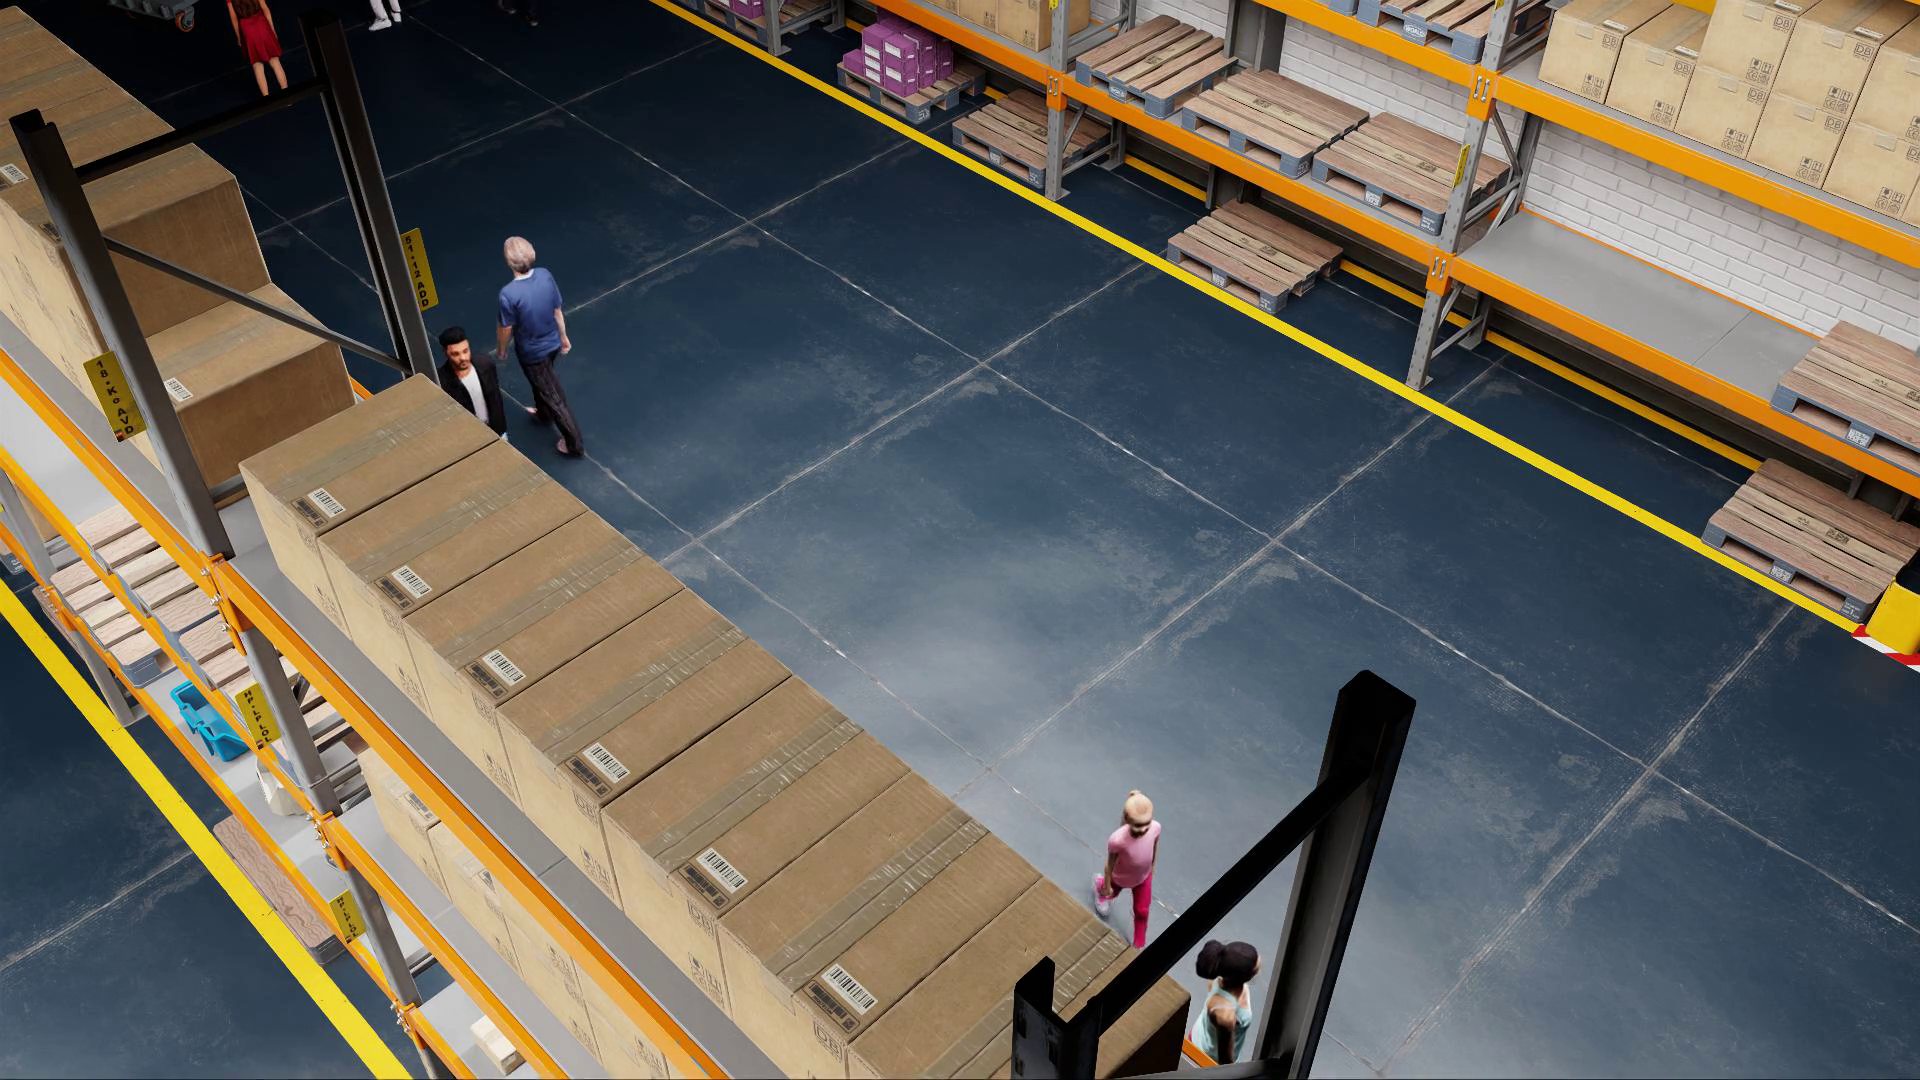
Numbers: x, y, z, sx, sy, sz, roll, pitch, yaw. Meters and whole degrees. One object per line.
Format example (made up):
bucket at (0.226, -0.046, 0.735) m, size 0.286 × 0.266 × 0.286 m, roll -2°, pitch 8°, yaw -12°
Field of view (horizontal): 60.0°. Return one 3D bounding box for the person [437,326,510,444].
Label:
person at (-3.464, -0.806, 11.767) m, size 0.787 × 1.771 × 1.190 m, roll -27°, pitch 50°, yaw -26°

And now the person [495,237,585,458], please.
person at (-3.045, -1.368, 12.305) m, size 1.019 × 1.841 × 0.797 m, roll 24°, pitch 48°, yaw 23°

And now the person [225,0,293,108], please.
person at (-6.904, -4.973, 16.298) m, size 0.637 × 1.553 × 0.696 m, roll -17°, pitch 46°, yaw -17°

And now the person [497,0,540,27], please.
person at (-4.684, -6.293, 17.483) m, size 0.823 × 1.829 × 0.970 m, roll -24°, pitch 48°, yaw -23°

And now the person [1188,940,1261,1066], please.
person at (1.278, 2.528, 8.265) m, size 0.747 × 1.773 × 0.697 m, roll 4°, pitch 44°, yaw 4°

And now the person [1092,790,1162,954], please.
person at (0.930, 1.823, 9.377) m, size 0.740 × 1.261 × 0.959 m, roll -13°, pitch 45°, yaw -14°
